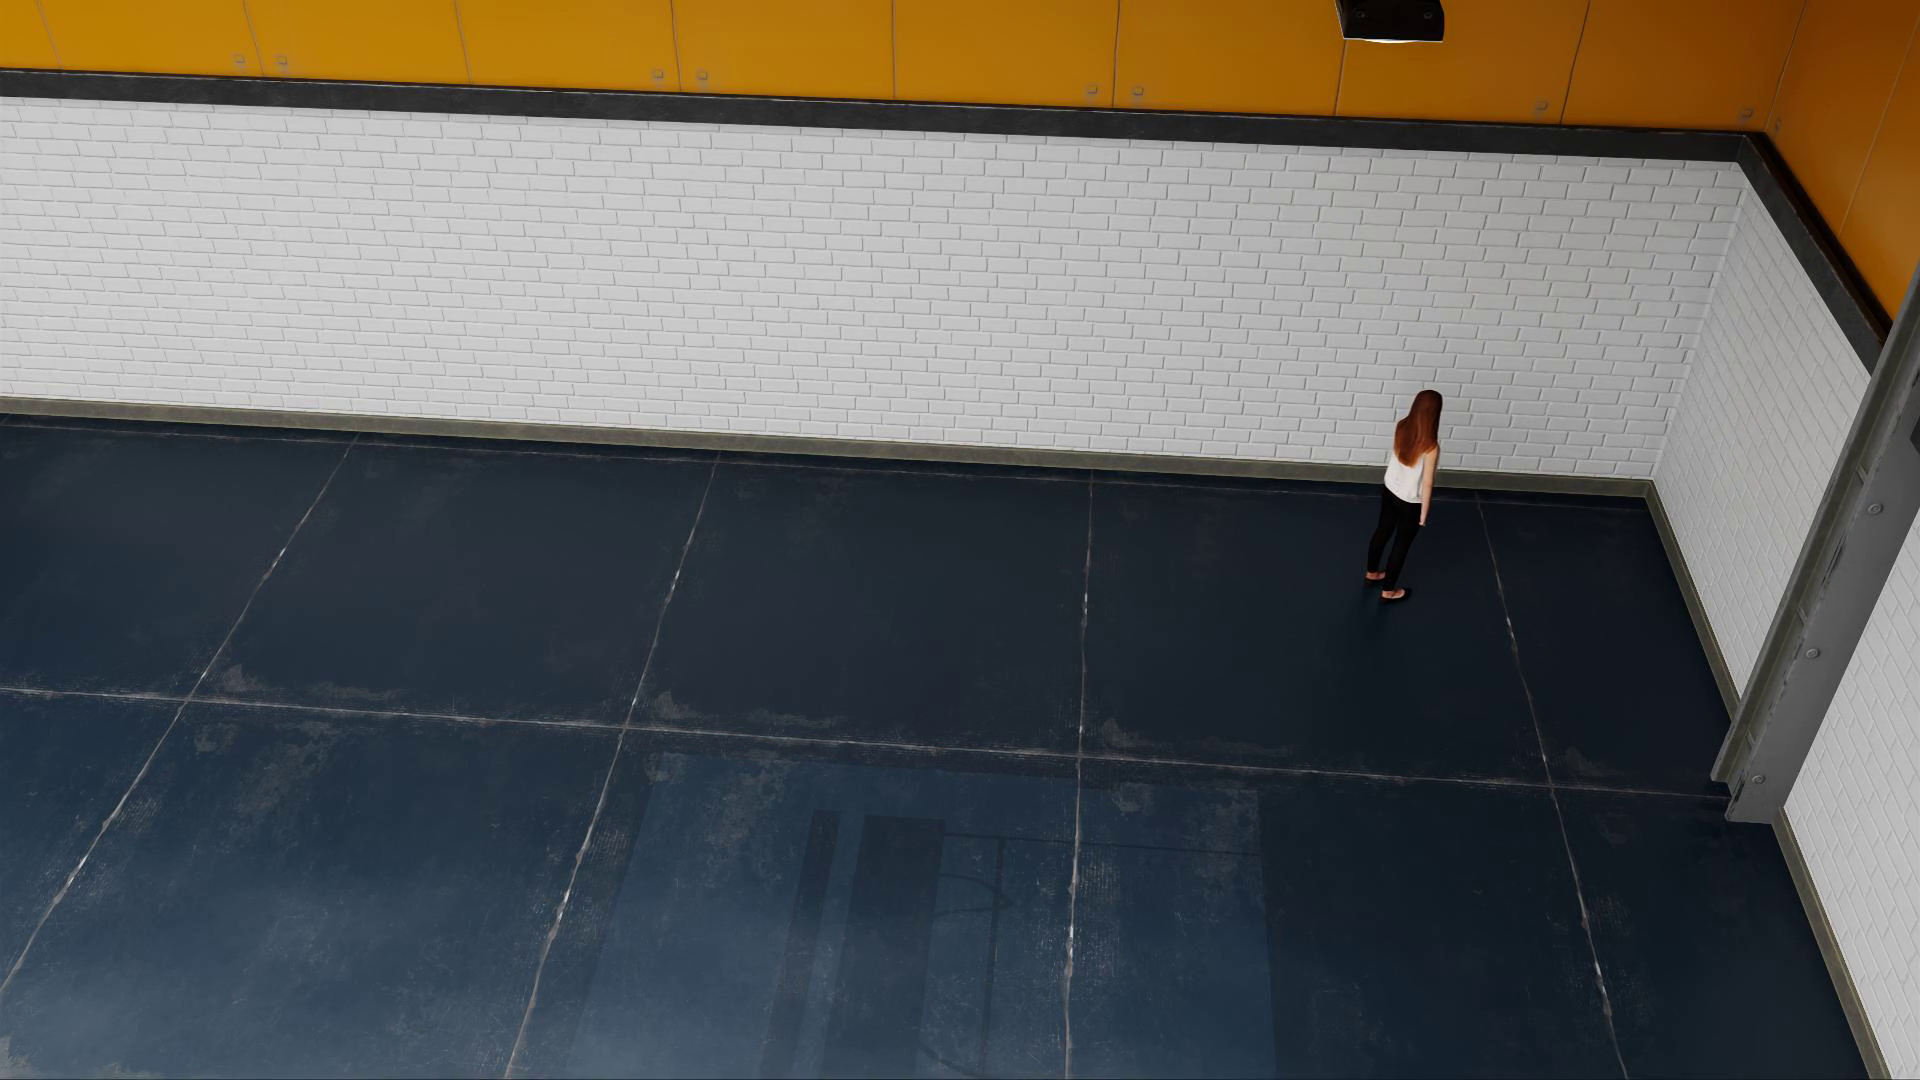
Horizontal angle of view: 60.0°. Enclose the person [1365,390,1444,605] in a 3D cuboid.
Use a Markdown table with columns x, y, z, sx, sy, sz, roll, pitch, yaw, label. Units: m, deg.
| x | y | z | sx | sy | sz | roll | pitch | yaw | label |
| --- | --- | --- | --- | --- | --- | --- | --- | --- | --- |
| 3.077 | -0.306 | 11.542 | 0.702 | 1.720 | 0.608 | -18 | 42 | -21 | person |
